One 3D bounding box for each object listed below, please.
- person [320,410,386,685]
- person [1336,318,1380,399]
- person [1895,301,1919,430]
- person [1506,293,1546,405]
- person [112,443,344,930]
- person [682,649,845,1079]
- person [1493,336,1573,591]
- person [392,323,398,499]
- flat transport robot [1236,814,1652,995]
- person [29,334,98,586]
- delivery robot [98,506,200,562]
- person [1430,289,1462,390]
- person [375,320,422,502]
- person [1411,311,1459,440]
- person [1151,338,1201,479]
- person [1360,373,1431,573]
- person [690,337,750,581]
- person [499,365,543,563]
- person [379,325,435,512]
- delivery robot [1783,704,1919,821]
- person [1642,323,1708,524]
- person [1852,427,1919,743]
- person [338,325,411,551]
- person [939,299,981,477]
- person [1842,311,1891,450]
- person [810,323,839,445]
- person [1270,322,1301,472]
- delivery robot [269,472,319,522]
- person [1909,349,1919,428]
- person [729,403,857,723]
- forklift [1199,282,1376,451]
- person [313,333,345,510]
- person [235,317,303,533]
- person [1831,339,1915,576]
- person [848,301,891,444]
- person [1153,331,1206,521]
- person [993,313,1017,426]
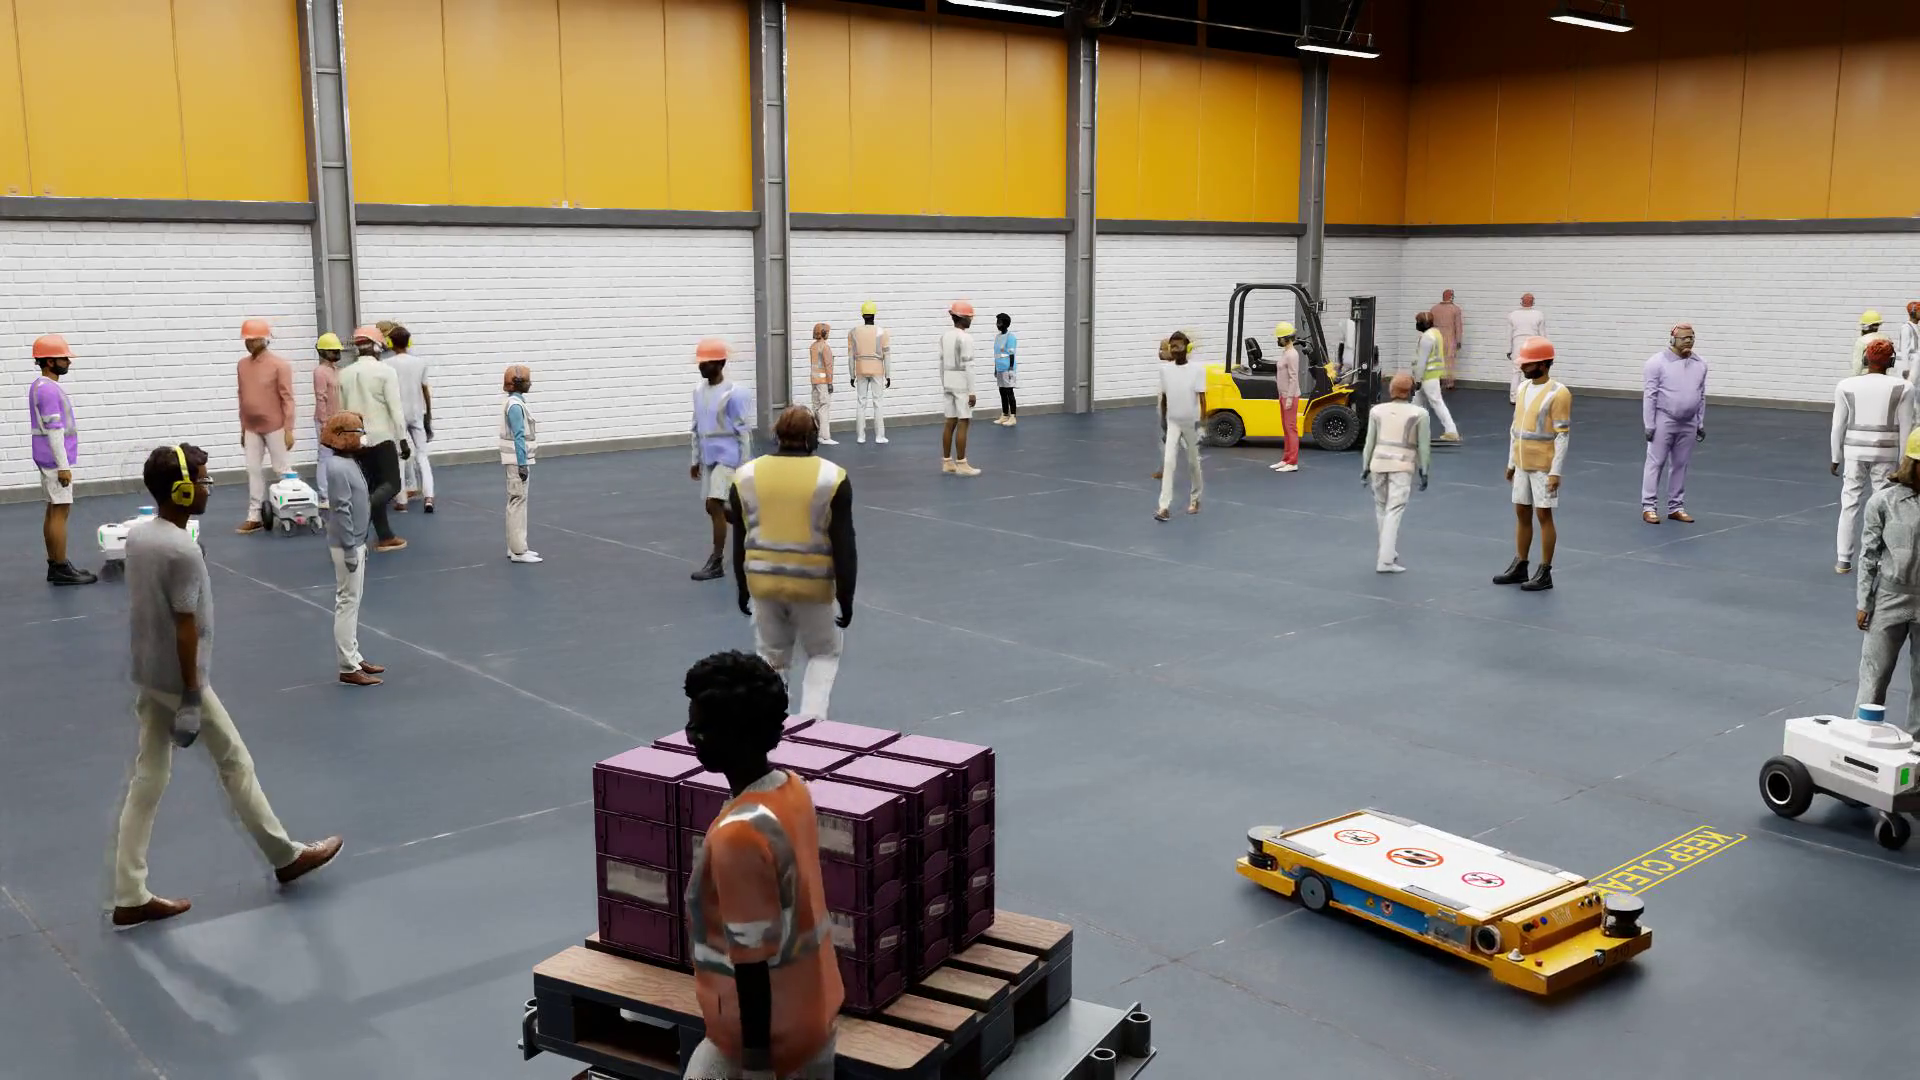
[{"bbox_3d":[-3.611,0.042,9.883,0.286,1.633,0.499,-2,10,-14],"label":"person"},{"bbox_3d":[5.920,-2.645,24.690,0.643,1.946,0.427,7,12,35],"label":"person"},{"bbox_3d":[13.669,-2.486,23.954,0.354,1.883,0.572,8,13,39],"label":"person"},{"bbox_3d":[9.614,-3.235,28.261,0.641,1.913,0.407,5,11,27],"label":"person"},{"bbox_3d":[-2.920,0.535,6.447,0.516,1.831,0.932,7,12,35],"label":"person"},{"bbox_3d":[-0.527,1.072,3.718,0.640,1.670,0.548,1,10,8],"label":"person"},{"bbox_3d":[4.358,-0.577,12.644,0.375,1.931,0.542,-4,10,-22],"label":"person"},{"bbox_3d":[-5.921,-1.354,17.437,0.345,1.847,0.507,-4,10,-21],"label":"person"},{"bbox_3d":[1.807,1.325,6.356,0.652,0.197,1.431,-7,12,-37],"label":"flat transport robot"},{"bbox_3d":[-6.961,-0.619,12.859,0.361,1.939,0.542,-7,12,-35],"label":"person"},{"bbox_3d":[-6.403,-0.022,13.136,0.707,0.478,0.477,-4,10,-20],"label":"delivery robot"},{"bbox_3d":[9.234,-3.797,31.572,0.650,1.904,0.401,9,13,43],"label":"person"},{"bbox_3d":[-5.833,-1.271,16.815,0.657,1.880,1.025,5,11,25],"label":"person"},{"bbox_3d":[6.422,-2.238,22.804,0.988,1.789,0.641,5,11,25],"label":"person"},{"bbox_3d":[2.448,-1.479,18.827,0.503,1.614,0.516,9,13,42],"label":"person"},{"bbox_3d":[3.542,-0.547,13.485,0.536,1.585,0.724,7,12,37],"label":"person"},{"bbox_3d":[-1.839,-0.661,13.186,0.557,1.911,0.773,9,13,42],"label":"person"},{"bbox_3d":[-3.659,-0.630,13.806,0.307,1.636,0.525,-3,10,-19],"label":"person"},{"bbox_3d":[-5.474,-1.177,16.414,0.574,1.880,0.458,-6,11,-30],"label":"person"},{"bbox_3d":[4.007,0.969,7.339,0.477,0.478,0.707,-3,10,-18],"label":"delivery robot"},{"bbox_3d":[6.801,-1.105,15.802,0.641,1.910,0.401,-2,10,-10],"label":"person"},{"bbox_3d":[4.558,0.318,7.949,0.492,1.742,0.320,3,10,18],"label":"person"},{"bbox_3d":[-5.030,-0.838,14.119,0.682,1.949,0.702,5,11,25],"label":"person"},{"bbox_3d":[0.012,-1.756,19.214,0.390,2.040,0.614,-6,12,-33],"label":"person"},{"bbox_3d":[11.786,-2.060,21.638,0.628,1.826,0.404,-4,11,-23],"label":"person"},{"bbox_3d":[-1.859,-2.100,22.406,0.307,1.640,0.513,-6,11,-31],"label":"person"},{"bbox_3d":[3.838,-1.678,19.594,0.334,1.759,0.523,0,10,1],"label":"person"},{"bbox_3d":[-6.114,-0.383,15.252,0.477,0.478,0.707,-5,11,-28],"label":"delivery robot"},{"bbox_3d":[11.244,-1.615,19.116,0.600,1.797,0.544,8,13,39],"label":"person"},{"bbox_3d":[-0.811,0.247,8.131,0.649,1.824,0.459,2,10,9],"label":"person"},{"bbox_3d":[4.328,-2.346,22.227,2.313,2.155,1.214,3,10,16],"label":"forklift"},{"bbox_3d":[-6.303,-1.189,16.702,0.331,1.768,0.526,0,10,-1],"label":"person"},{"bbox_3d":[-6.396,-1.056,15.320,0.628,1.996,0.507,4,10,20],"label":"person"},{"bbox_3d":[7.237,-0.651,13.218,0.572,1.883,0.356,7,12,36],"label":"person"},{"bbox_3d":[-1.220,-2.256,22.474,0.587,1.930,0.362,1,10,8],"label":"person"},{"bbox_3d":[2.161,-1.105,16.084,0.533,1.819,0.982,5,11,25],"label":"person"},{"bbox_3d":[0.673,-2.554,24.920,0.320,1.691,0.536,-5,11,-26],"label":"person"}]
